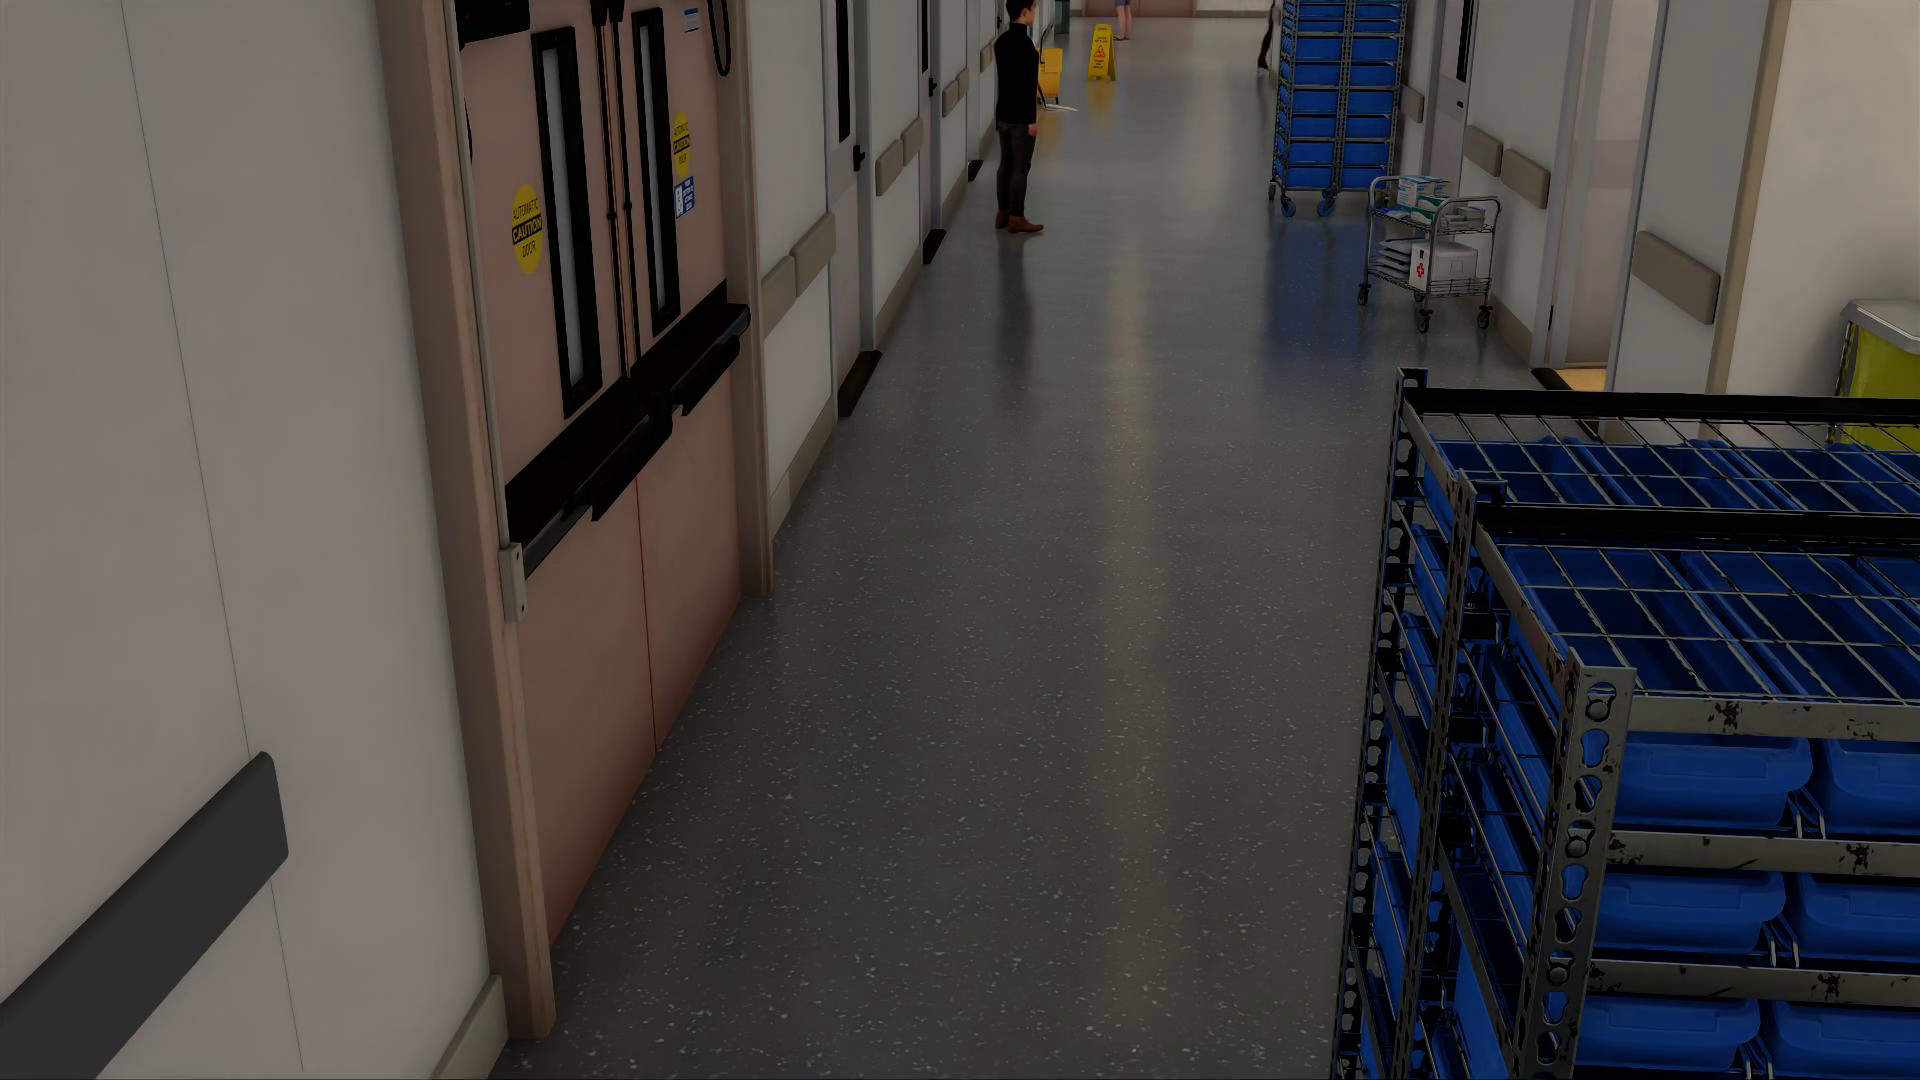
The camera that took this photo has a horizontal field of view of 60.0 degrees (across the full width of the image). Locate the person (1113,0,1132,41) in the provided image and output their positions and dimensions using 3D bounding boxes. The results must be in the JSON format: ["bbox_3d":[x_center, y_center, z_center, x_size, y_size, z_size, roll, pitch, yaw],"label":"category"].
[{"bbox_3d":[2.995,-10.135,30.514,0.797,1.831,0.675,13,24,31],"label":"person"}]

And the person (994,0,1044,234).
[{"bbox_3d":[0.413,-3.142,12.205,0.782,1.722,0.654,-9,23,-23],"label":"person"}]
